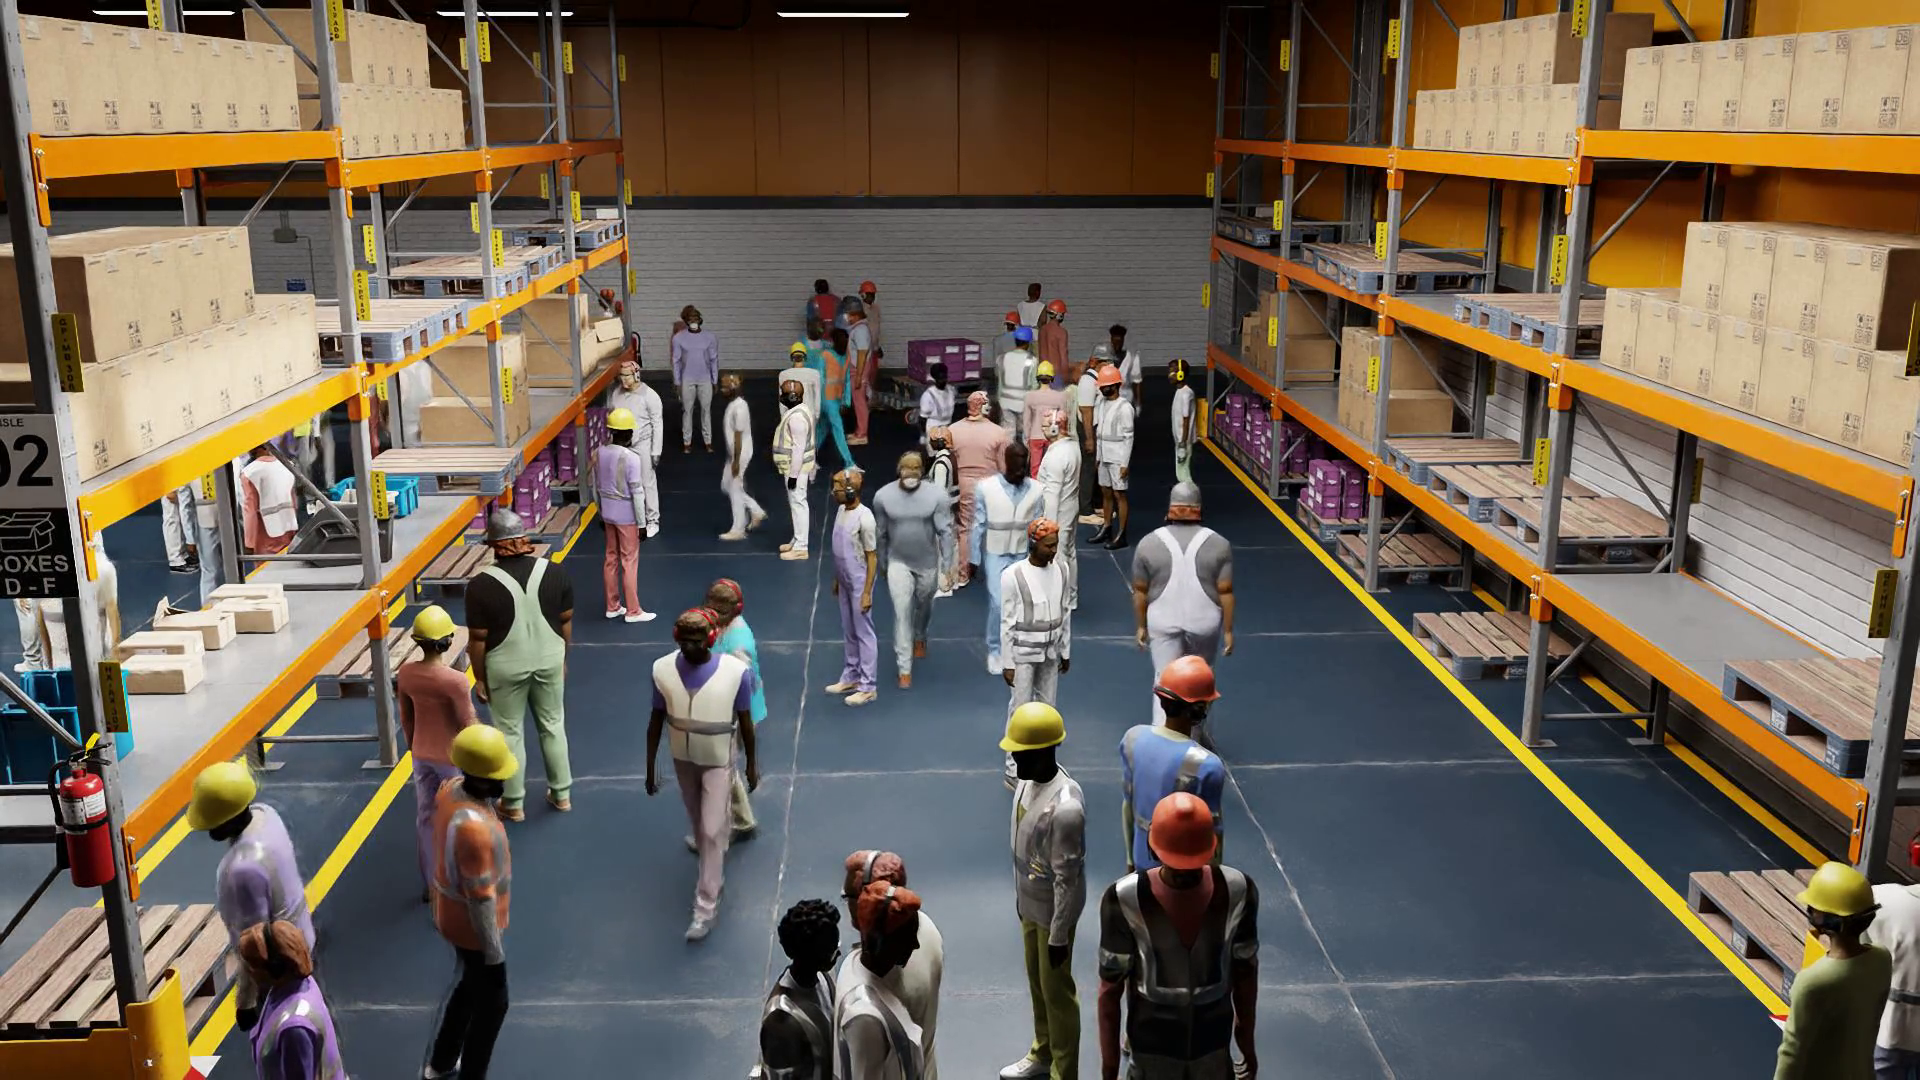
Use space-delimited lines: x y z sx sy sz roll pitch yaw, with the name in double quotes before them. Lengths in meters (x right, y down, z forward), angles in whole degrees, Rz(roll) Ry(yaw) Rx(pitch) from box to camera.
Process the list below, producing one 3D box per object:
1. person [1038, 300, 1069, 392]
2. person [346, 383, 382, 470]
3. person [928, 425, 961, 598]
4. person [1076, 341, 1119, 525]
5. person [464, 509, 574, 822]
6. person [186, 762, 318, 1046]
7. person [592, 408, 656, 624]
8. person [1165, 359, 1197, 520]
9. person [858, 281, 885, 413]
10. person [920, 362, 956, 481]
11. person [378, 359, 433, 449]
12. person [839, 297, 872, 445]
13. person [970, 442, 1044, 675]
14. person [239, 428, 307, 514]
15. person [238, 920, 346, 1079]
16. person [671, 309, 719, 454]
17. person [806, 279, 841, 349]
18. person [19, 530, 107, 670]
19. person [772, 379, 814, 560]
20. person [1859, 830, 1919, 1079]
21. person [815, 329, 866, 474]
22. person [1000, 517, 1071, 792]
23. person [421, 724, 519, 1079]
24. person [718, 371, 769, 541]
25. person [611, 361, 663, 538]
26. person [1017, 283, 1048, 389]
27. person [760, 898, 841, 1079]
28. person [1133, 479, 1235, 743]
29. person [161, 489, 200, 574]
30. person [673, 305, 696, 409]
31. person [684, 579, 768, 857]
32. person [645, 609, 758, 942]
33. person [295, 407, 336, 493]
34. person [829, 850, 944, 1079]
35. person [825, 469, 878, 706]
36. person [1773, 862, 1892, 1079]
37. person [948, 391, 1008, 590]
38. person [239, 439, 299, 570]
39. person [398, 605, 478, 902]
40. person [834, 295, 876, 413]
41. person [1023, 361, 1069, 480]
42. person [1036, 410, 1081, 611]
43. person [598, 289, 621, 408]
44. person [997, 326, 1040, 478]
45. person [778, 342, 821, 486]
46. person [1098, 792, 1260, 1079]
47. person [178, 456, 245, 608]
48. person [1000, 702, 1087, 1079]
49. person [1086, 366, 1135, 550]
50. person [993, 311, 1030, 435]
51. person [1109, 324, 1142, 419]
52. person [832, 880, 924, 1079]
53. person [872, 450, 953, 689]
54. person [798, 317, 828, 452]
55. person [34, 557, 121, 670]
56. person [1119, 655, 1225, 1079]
"person" 1.301 -2.317 22.933 0.416 1.984 0.615 -8 17 -30
"person" -7.566 -1.868 21.171 0.616 1.986 0.407 3 15 13
"person" -0.149 -0.269 15.595 0.313 1.634 0.514 3 15 10
"person" 1.566 -1.200 18.428 0.535 2.000 0.681 7 16 25
"person" -2.831 0.775 10.675 0.689 2.000 0.536 -9 17 -31
"person" -2.950 1.761 7.139 0.445 1.875 0.758 -3 15 -10
"person" -2.993 -0.217 14.798 0.593 1.924 0.381 11 18 36
"person" 2.438 -1.064 18.282 0.357 1.857 0.533 -1 14 -3
"person" -1.401 -2.943 25.358 0.375 1.997 0.611 11 18 36
"person" -0.338 -1.280 19.495 0.665 1.666 0.553 11 18 37
"person" -6.510 -1.499 19.602 0.697 2.000 1.048 -12 19 -40
"person" -1.478 -2.335 22.883 0.535 2.000 0.726 -2 14 -9
"person" 0.417 0.146 13.422 0.602 1.896 0.596 -6 15 -22
"person" -6.653 -0.514 16.070 0.595 1.873 0.906 -3 15 -12
"person" -2.409 2.148 6.112 0.313 1.631 0.525 -6 16 -24
"person" -3.535 -2.127 22.271 0.633 1.939 0.368 -3 15 -13
"person" -2.218 -3.400 27.524 0.703 1.816 0.547 -4 15 -17
"person" -6.803 0.344 12.605 0.635 1.932 0.363 -7 16 -27
"person" -1.695 -0.723 16.957 0.429 1.844 0.626 -1 14 -5
"person" 3.714 1.952 6.459 0.561 1.838 0.392 7 16 27
"person" -1.644 -1.766 21.066 0.924 1.874 0.656 8 16 29
"person" 0.511 0.761 11.060 0.585 1.878 0.362 -11 18 -37
"person" -2.203 1.685 7.424 0.501 1.882 0.718 -6 16 -24
"person" -2.338 -0.887 17.628 0.458 1.828 0.511 -4 15 -16
"person" -3.484 -0.969 17.790 0.650 1.906 0.401 8 16 28
"person" 1.164 -3.178 26.580 0.570 1.845 0.384 10 17 34
"person" -0.573 2.109 6.137 0.321 1.694 0.534 4 15 14
"person" 1.547 0.551 11.557 0.703 2.000 0.970 2 14 8
"person" -7.746 -0.578 16.421 0.403 1.823 0.586 -4 15 -14
"person" -4.208 -2.807 25.587 0.525 1.613 0.400 7 16 27
"person" -1.418 1.079 9.992 0.506 1.806 0.625 -4 15 -17
"person" -1.468 1.274 9.161 0.585 1.809 0.846 4 15 15
"person" -7.728 -1.393 19.826 0.680 1.722 0.562 6 15 22
"person" -0.281 2.025 6.067 0.403 1.897 0.654 3 15 13
"person" -0.817 0.352 12.737 0.347 1.841 0.505 -9 17 -30
"person" 3.227 2.047 6.246 0.526 1.762 0.338 -8 16 -28
"person" 0.175 -0.472 15.845 0.651 1.904 0.403 4 15 15
"person" -5.850 -0.048 14.179 0.386 1.904 0.603 4 15 16
"person" -2.925 1.229 9.435 0.525 1.772 0.308 6 16 24
"person" -1.628 -2.810 25.193 0.640 1.825 0.725 10 18 35
"person" 0.962 -1.128 18.691 0.522 1.772 0.303 3 15 10
"person" 0.862 -0.229 14.916 0.397 1.899 0.639 4 15 16
"person" -5.337 -2.880 25.335 0.351 1.884 0.582 0 14 -1
"person" 0.720 -1.683 20.567 0.625 1.925 0.444 7 16 25
"person" -1.954 -1.539 20.350 0.516 1.752 0.376 -1 14 -2
"person" 0.832 1.896 6.313 0.615 2.028 0.409 -2 14 -6
"person" -6.440 -0.100 14.385 0.386 1.904 0.604 9 17 32
"person" 0.369 1.643 7.516 0.398 1.920 0.586 -4 15 -16
"person" 1.571 -0.858 17.311 0.385 1.928 0.546 -8 16 -28
"person" 0.742 -2.360 23.551 0.560 1.753 0.328 5 15 19
"person" 1.980 -1.771 20.944 0.609 1.920 0.990 1 14 5
"person" -0.281 2.083 5.851 0.354 1.887 0.573 -1 14 -3
"person" -0.378 0.172 13.378 0.635 1.897 0.987 0 14 -1
"person" -2.035 -2.126 22.524 0.587 1.817 0.622 -12 19 -39
"person" -5.967 0.753 11.254 0.571 1.796 0.963 -3 15 -12
"person" 1.015 1.520 7.770 0.403 2.034 0.609 -11 18 -37
